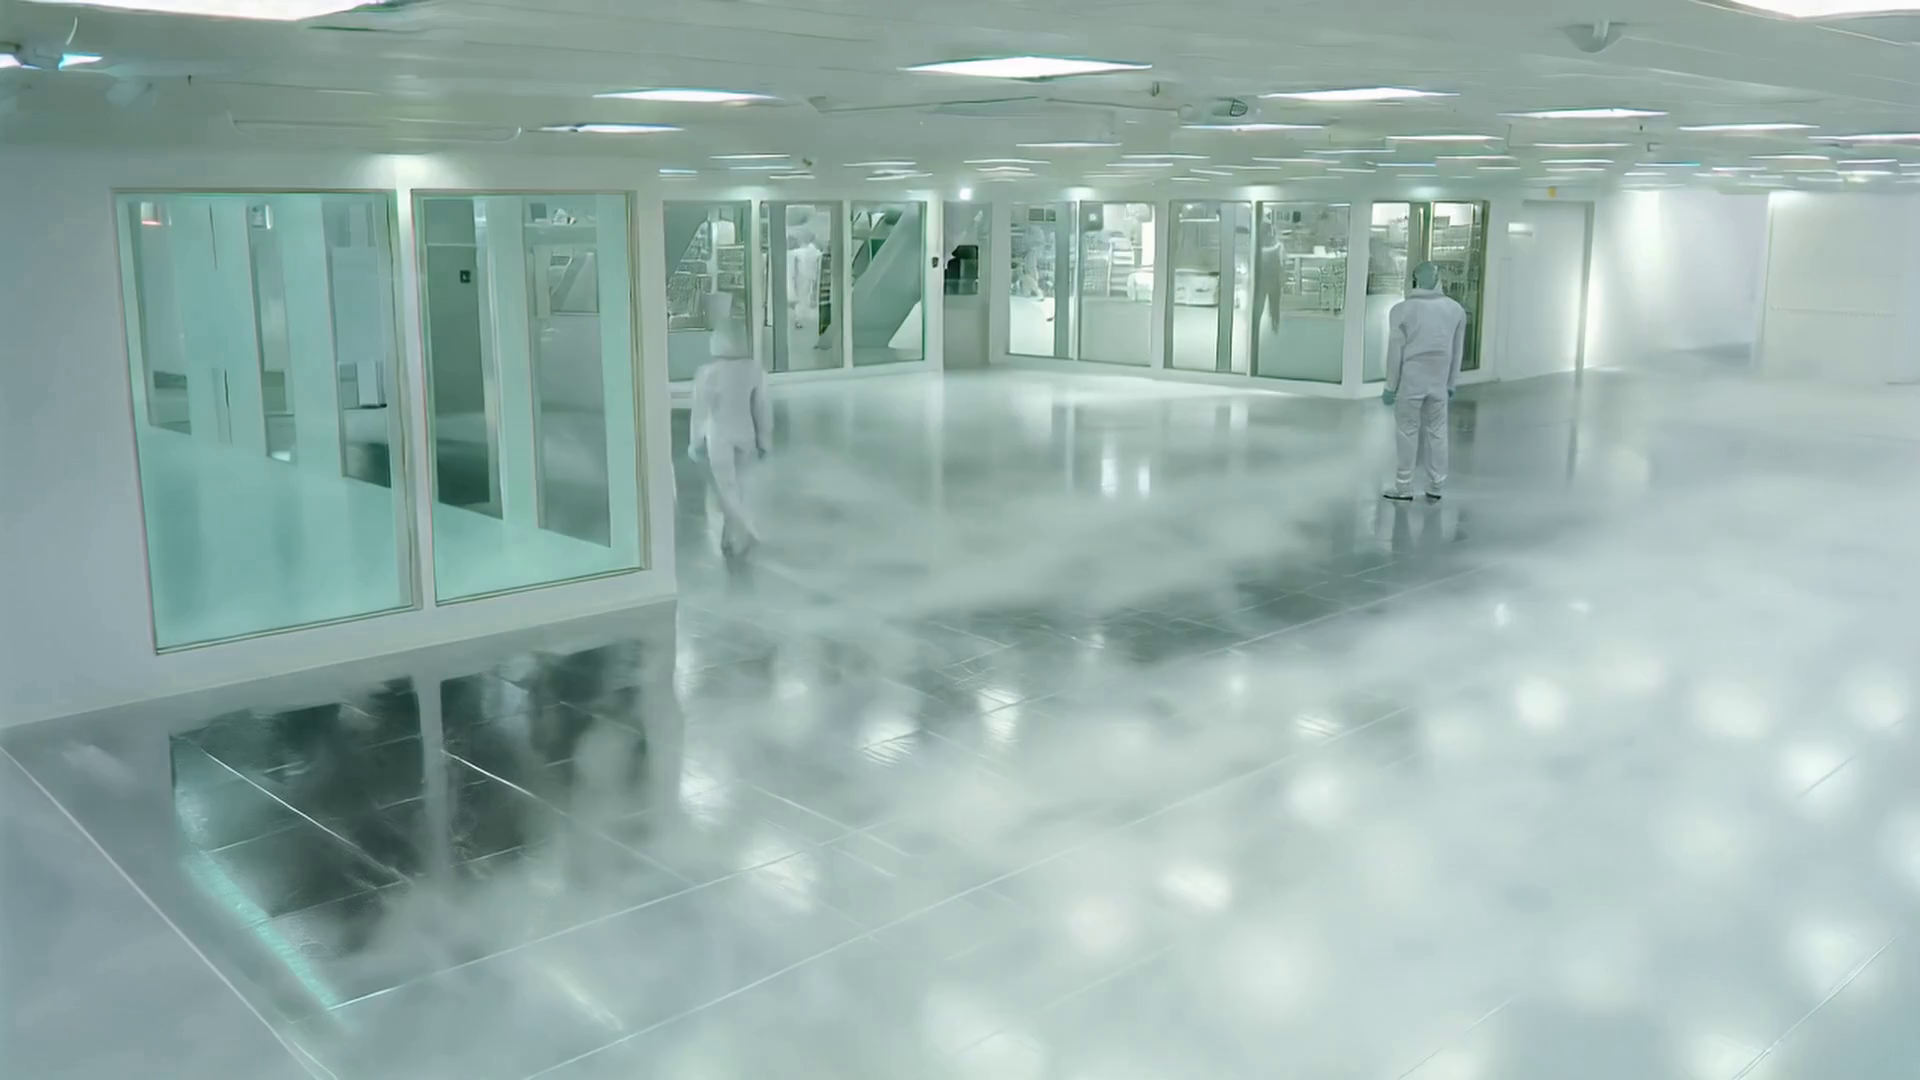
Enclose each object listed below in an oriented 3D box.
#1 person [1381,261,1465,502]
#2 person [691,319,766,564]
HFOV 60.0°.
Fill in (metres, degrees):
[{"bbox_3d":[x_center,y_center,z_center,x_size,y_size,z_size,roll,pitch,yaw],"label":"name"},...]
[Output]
[{"bbox_3d":[3.659,-1.252,13.237,0.653,1.906,0.405,-2,12,-12],"label":"person"},{"bbox_3d":[-1.505,-0.658,11.024,0.509,1.605,0.758,-7,13,-31],"label":"person"}]
